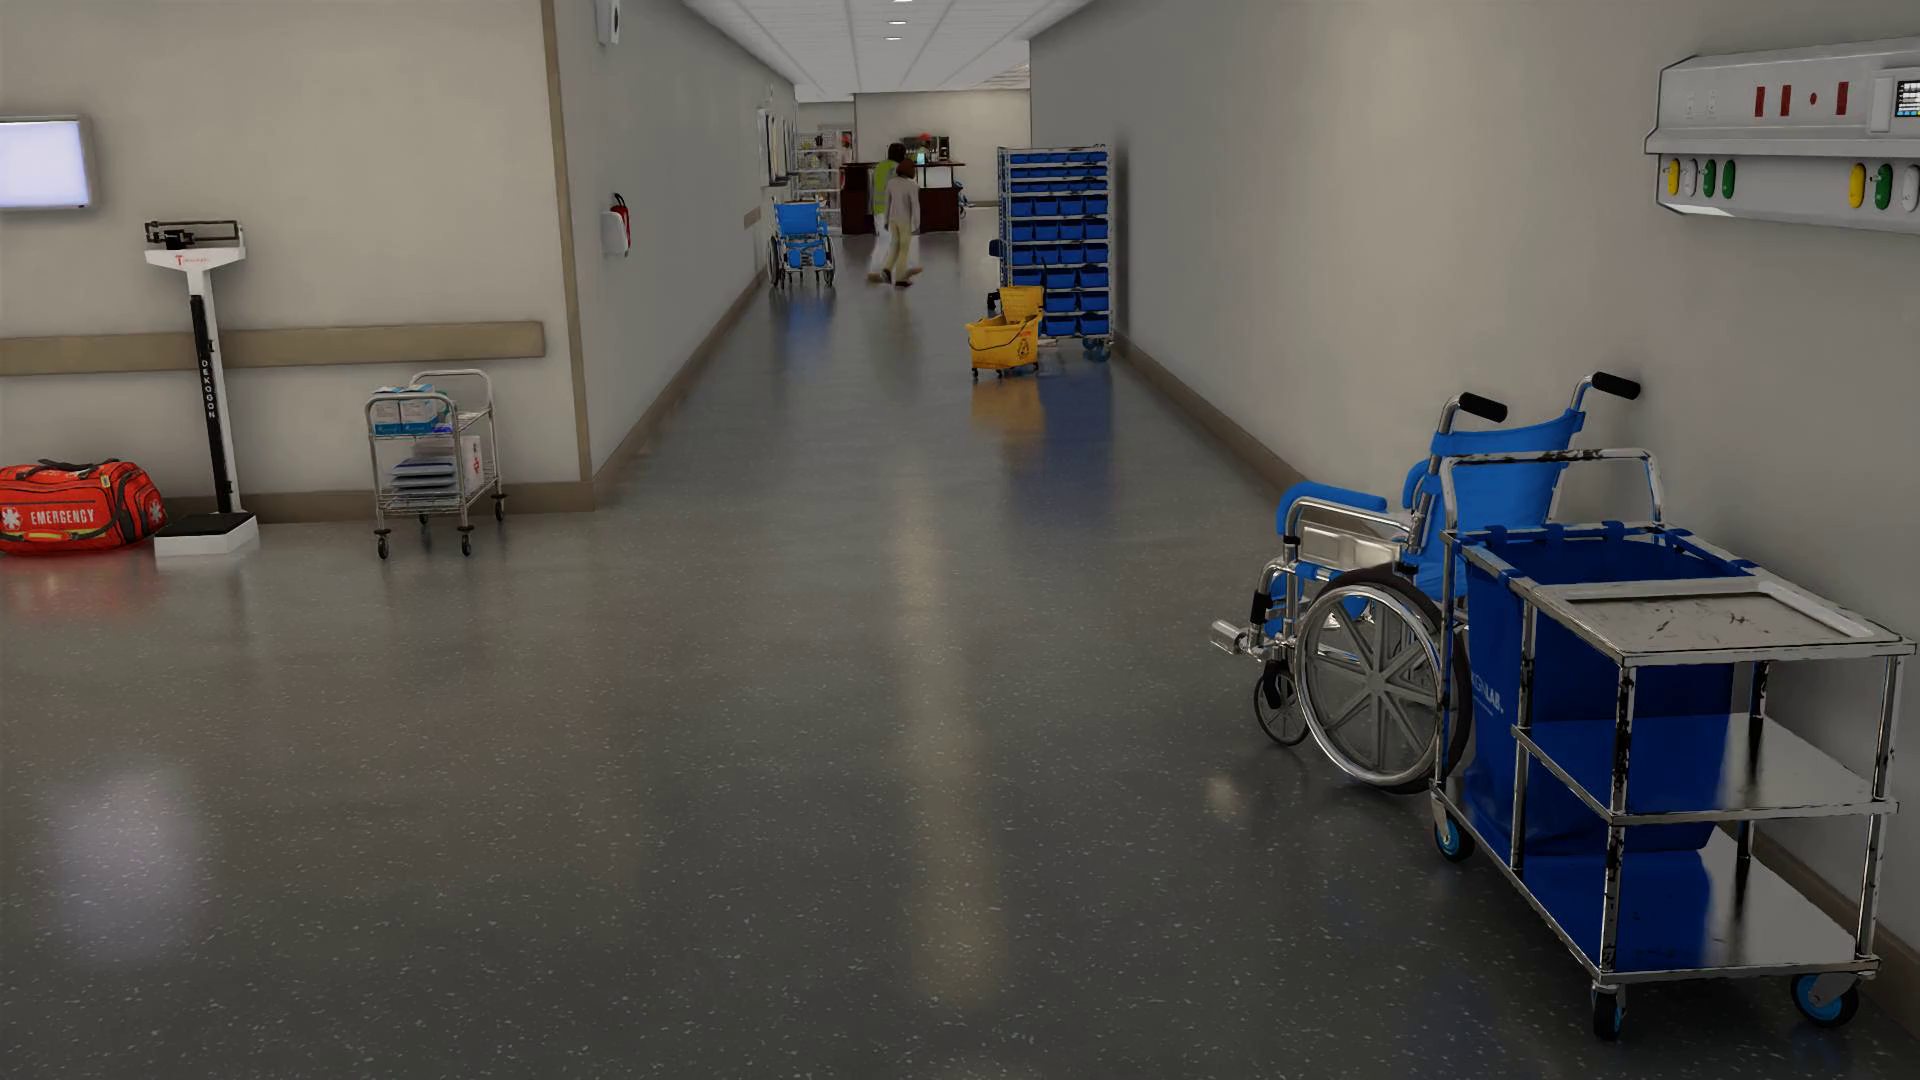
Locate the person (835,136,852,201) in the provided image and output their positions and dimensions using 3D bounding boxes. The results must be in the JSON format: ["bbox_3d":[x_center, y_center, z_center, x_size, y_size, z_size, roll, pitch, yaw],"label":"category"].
[{"bbox_3d":[-3.428,-11.141,49.988,1.018,1.944,0.640,10,18,40],"label":"person"}]

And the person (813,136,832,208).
[{"bbox_3d":[-3.672,-9.637,43.776,0.608,1.966,0.372,-1,14,2],"label":"person"}]

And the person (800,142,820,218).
[{"bbox_3d":[-3.417,-8.134,37.891,0.403,1.819,0.599,7,16,31],"label":"person"}]

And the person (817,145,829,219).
[{"bbox_3d":[-3.318,-8.511,39.594,0.421,1.731,0.605,6,16,28],"label":"person"}]

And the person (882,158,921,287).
[{"bbox_3d":[-0.727,-3.988,20.941,0.540,1.607,0.393,10,18,40],"label":"person"}]

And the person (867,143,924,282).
[{"bbox_3d":[-0.879,-4.302,21.897,0.987,1.783,0.647,-10,16,-32],"label":"person"}]
